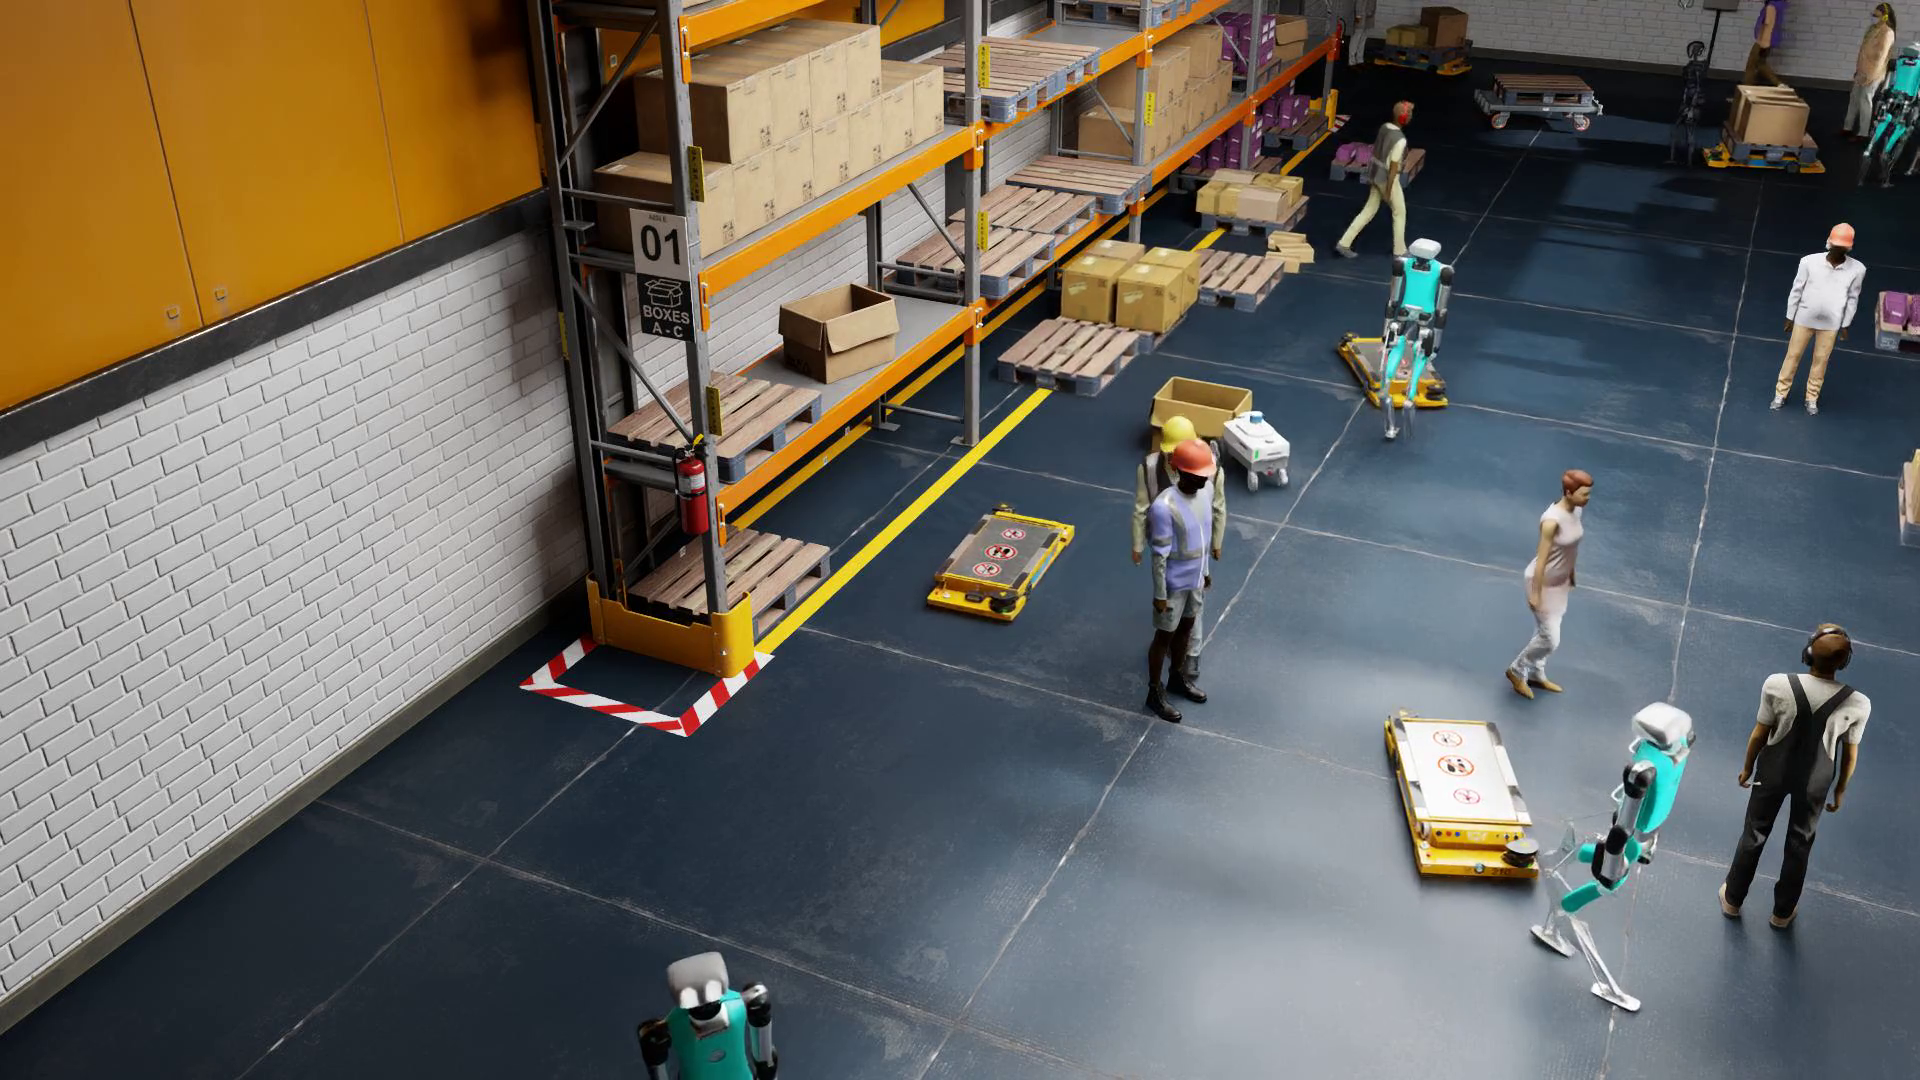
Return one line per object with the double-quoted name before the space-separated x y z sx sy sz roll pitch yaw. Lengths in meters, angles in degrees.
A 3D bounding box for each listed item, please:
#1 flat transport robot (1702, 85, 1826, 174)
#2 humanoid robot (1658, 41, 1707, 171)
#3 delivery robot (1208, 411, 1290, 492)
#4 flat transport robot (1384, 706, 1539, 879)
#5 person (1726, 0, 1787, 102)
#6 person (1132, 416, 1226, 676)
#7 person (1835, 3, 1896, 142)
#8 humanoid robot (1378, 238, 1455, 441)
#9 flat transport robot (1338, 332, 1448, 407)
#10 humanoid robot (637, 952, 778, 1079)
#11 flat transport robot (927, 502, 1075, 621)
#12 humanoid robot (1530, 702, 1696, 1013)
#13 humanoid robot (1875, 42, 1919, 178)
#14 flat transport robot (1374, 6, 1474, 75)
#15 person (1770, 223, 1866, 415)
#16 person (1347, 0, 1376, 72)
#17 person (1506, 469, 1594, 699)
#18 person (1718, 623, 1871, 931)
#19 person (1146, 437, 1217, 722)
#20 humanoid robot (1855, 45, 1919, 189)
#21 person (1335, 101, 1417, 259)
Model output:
"flat transport robot" 10.723 -5.104 22.193 1.431 0.231 0.659 7 29 13
"humanoid robot" 9.536 -5.682 21.787 0.523 1.642 0.614 5 29 9
"delivery robot" 2.441 -0.784 13.901 0.499 0.614 0.815 -9 30 -16
"flat transport robot" 2.979 1.491 9.963 0.659 0.231 1.431 2 28 4
"person" 12.055 -7.465 24.837 0.692 1.913 0.548 19 34 31
"person" 1.428 0.047 11.022 0.603 1.806 0.688 7 29 12
"person" 12.640 -6.507 23.115 0.395 1.864 0.604 -2 28 -3
"humanoid robot" 3.795 -1.610 14.219 0.530 1.834 0.738 16 32 27
"flat transport robot" 4.076 -1.613 15.719 0.659 0.231 1.431 -1 28 -3
"humanoid robot" -1.102 2.289 7.001 0.561 1.831 0.902 -12 31 -22
"flat transport robot" 0.328 0.147 12.456 0.659 0.231 1.431 11 30 19
"humanoid robot" 3.186 1.507 8.416 0.561 1.783 0.882 -25 37 -38
"humanoid robot" 12.374 -5.554 21.504 0.886 1.786 0.557 -16 32 -27
"flat transport robot" 7.605 -7.858 27.298 1.431 0.231 0.659 22 35 35
"person" 7.656 -1.977 14.826 0.558 1.755 0.319 11 30 20
"person" 6.572 -8.557 26.954 0.503 1.828 0.370 -25 37 -38
"person" 3.821 0.297 10.716 0.502 1.649 0.328 -25 37 -38
"person" 4.388 1.249 8.751 0.512 1.846 0.340 13 31 23
"person" 1.420 0.233 10.541 0.355 1.937 0.549 24 37 37
"humanoid robot" 11.748 -5.282 21.004 0.530 1.798 0.778 24 37 37
"person" 4.710 -3.990 18.515 0.916 1.801 0.569 -7 29 -13
